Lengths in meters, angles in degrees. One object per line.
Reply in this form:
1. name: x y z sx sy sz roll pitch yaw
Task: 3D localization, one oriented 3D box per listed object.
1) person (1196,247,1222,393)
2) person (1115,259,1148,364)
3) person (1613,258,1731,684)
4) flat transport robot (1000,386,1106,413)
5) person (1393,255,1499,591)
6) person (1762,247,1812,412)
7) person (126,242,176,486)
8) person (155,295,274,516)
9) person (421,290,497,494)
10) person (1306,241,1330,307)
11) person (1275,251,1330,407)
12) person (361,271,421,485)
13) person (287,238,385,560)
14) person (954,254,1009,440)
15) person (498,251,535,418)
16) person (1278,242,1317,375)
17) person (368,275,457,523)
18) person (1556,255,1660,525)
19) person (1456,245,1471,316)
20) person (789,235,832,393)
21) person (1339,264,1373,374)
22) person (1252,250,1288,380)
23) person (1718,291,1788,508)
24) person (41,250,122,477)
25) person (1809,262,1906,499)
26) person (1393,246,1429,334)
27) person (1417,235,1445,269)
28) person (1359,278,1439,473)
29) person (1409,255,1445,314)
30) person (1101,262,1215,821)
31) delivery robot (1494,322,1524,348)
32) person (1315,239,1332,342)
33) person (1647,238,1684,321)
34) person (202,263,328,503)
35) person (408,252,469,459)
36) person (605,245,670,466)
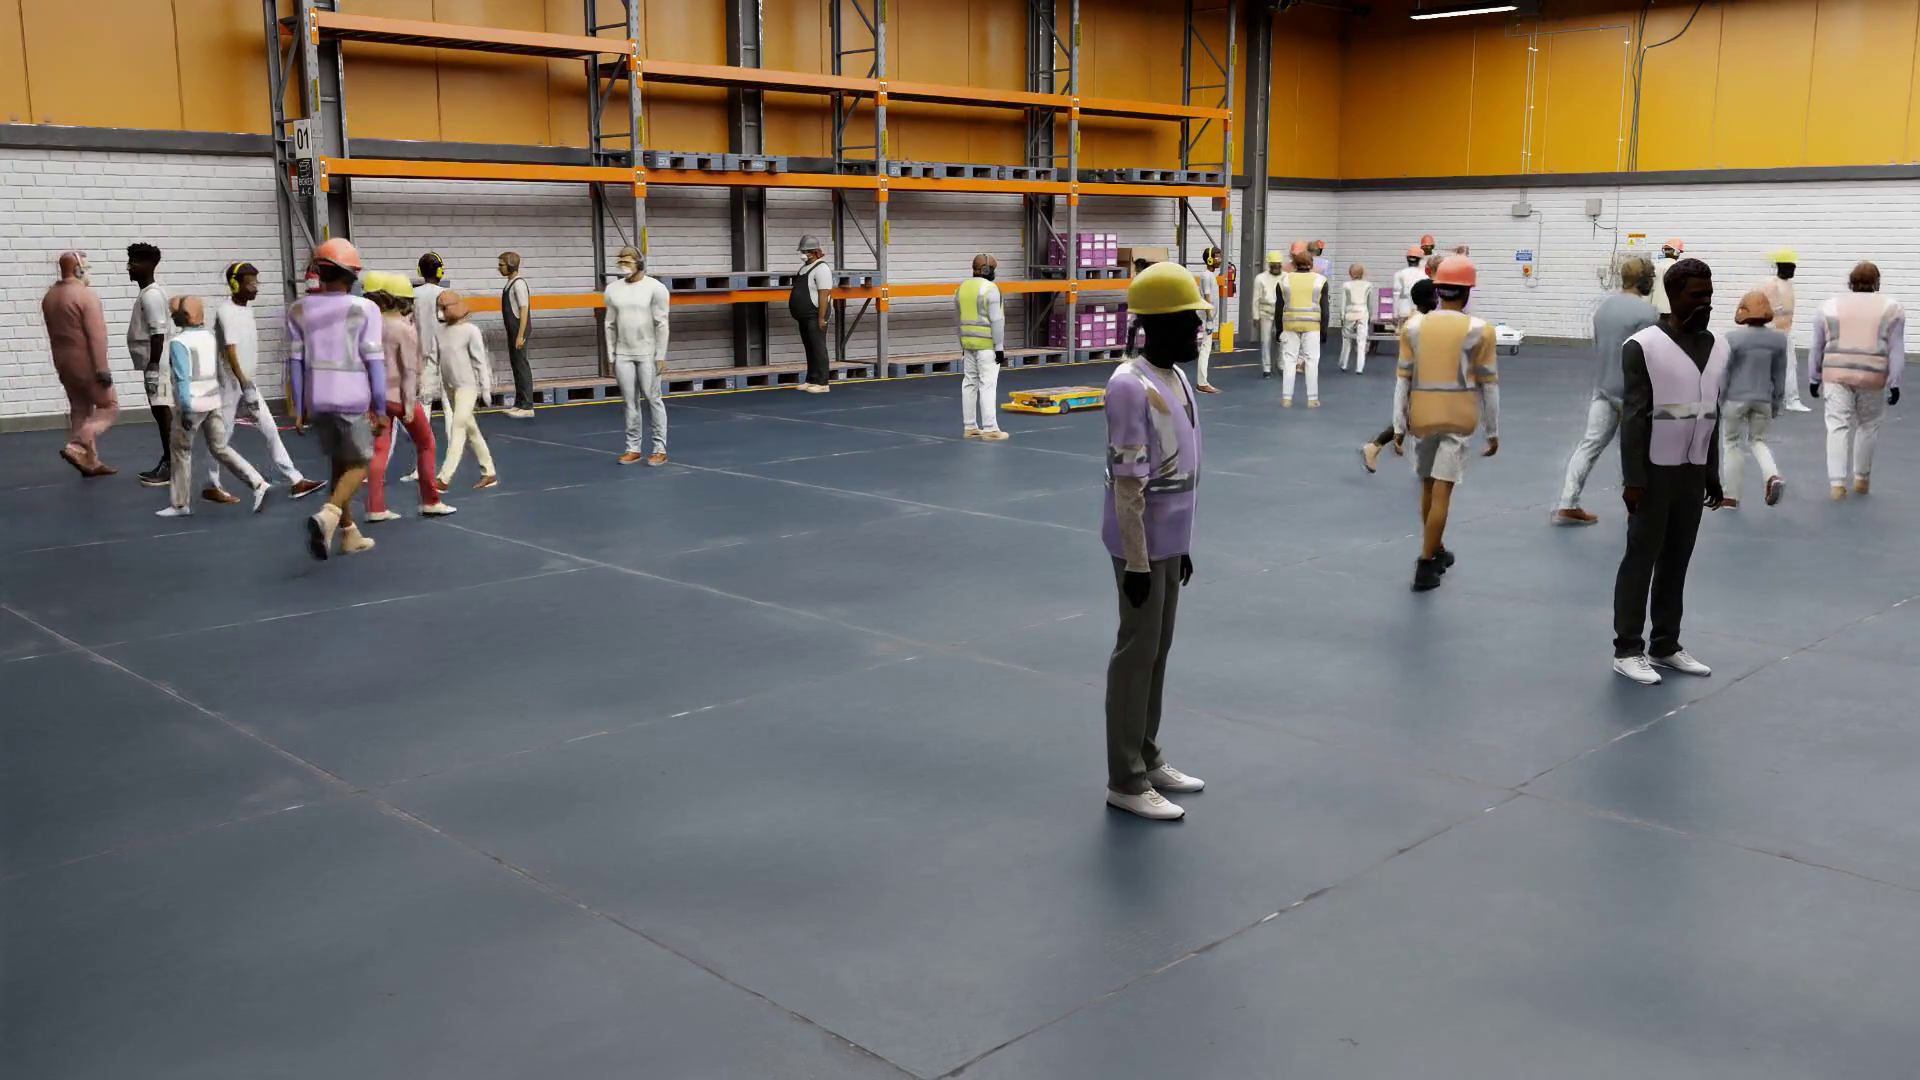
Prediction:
1. person: 3.227 -2.839 21.486 0.328 1.873 0.520 1 10 7
2. person: 2.767 -3.501 25.672 0.863 1.655 0.552 -9 14 -41
3. person: 3.243 -0.316 7.603 0.592 1.919 0.392 -5 12 -26
4. flat transport robot: 1.196 -1.637 19.302 1.431 0.197 0.652 -10 14 -44
5. person: 2.858 -0.688 9.668 0.564 1.896 0.906 7 12 33
6. person: 9.465 -2.457 19.375 0.596 1.889 0.980 -7 13 -34
7. person: -6.562 -1.426 13.530 0.367 1.964 0.607 -5 12 -26
8. person: -5.409 -0.956 11.947 0.781 1.609 0.523 1 10 6
9. person: -3.989 -1.158 13.081 0.505 1.583 0.846 7 13 34
10. person: 5.930 -4.068 28.069 0.631 1.920 0.431 6 12 31
11. person: 4.033 -2.482 19.627 0.634 1.839 0.429 3 11 16
12. person: -4.677 -1.297 13.451 0.532 1.731 0.816 10 14 43
13. person: -3.880 -0.851 10.281 0.612 2.018 0.780 2 11 10
14. person: 0.228 -1.909 16.518 0.429 1.837 0.621 -9 13 -39
15. person: -4.948 -2.283 18.533 0.327 1.842 0.514 -5 12 -26
16. person: 4.916 -3.393 24.373 0.638 1.929 1.037 3 11 15
17. person: -3.953 -1.003 11.852 0.534 1.739 0.741 6 12 31
18. person: 4.633 -1.029 11.587 1.015 1.886 0.650 -3 11 -16
19. person: 8.716 -4.263 29.323 0.990 1.862 0.647 -3 11 -15
20. person: -1.947 -2.933 21.536 0.535 2.000 0.681 -5 11 -25
21. person: 5.816 -3.249 24.475 0.512 1.590 0.873 0 10 2
22. person: 4.403 -3.139 23.317 0.609 1.805 0.789 1 10 3
23. person: 5.823 -1.010 12.214 0.505 1.621 0.472 -1 10 -6
24. person: -7.303 -1.448 13.825 0.664 1.894 0.461 6 12 30
25. person: 6.981 -1.246 12.973 0.659 1.802 0.901 6 12 30
26. person: 6.541 -3.313 24.106 0.533 1.883 1.058 3 11 16
27. person: 8.743 -4.692 31.169 0.613 2.030 0.404 4 11 21
28. person: 3.735 -1.342 13.846 0.683 1.676 0.531 3 11 15
29. person: 5.111 -2.146 17.877 0.575 1.822 0.811 0 10 -1
30. person: 0.688 -0.001 5.849 0.360 1.930 0.588 4 11 21
31. delivery robot: 9.181 -3.456 28.189 0.707 0.478 0.477 5 11 24
32. person: 6.779 -4.732 31.628 0.544 1.939 0.354 2 11 12
33. person: 9.769 -3.166 22.952 0.387 1.988 0.608 -7 12 -32
34. person: -5.336 -1.164 12.522 0.983 1.806 0.526 1 10 6
35. person: -4.735 -1.647 14.994 0.530 1.869 0.311 0 10 2
36. person: -2.841 -1.618 14.672 0.630 1.936 0.363 3 11 18
